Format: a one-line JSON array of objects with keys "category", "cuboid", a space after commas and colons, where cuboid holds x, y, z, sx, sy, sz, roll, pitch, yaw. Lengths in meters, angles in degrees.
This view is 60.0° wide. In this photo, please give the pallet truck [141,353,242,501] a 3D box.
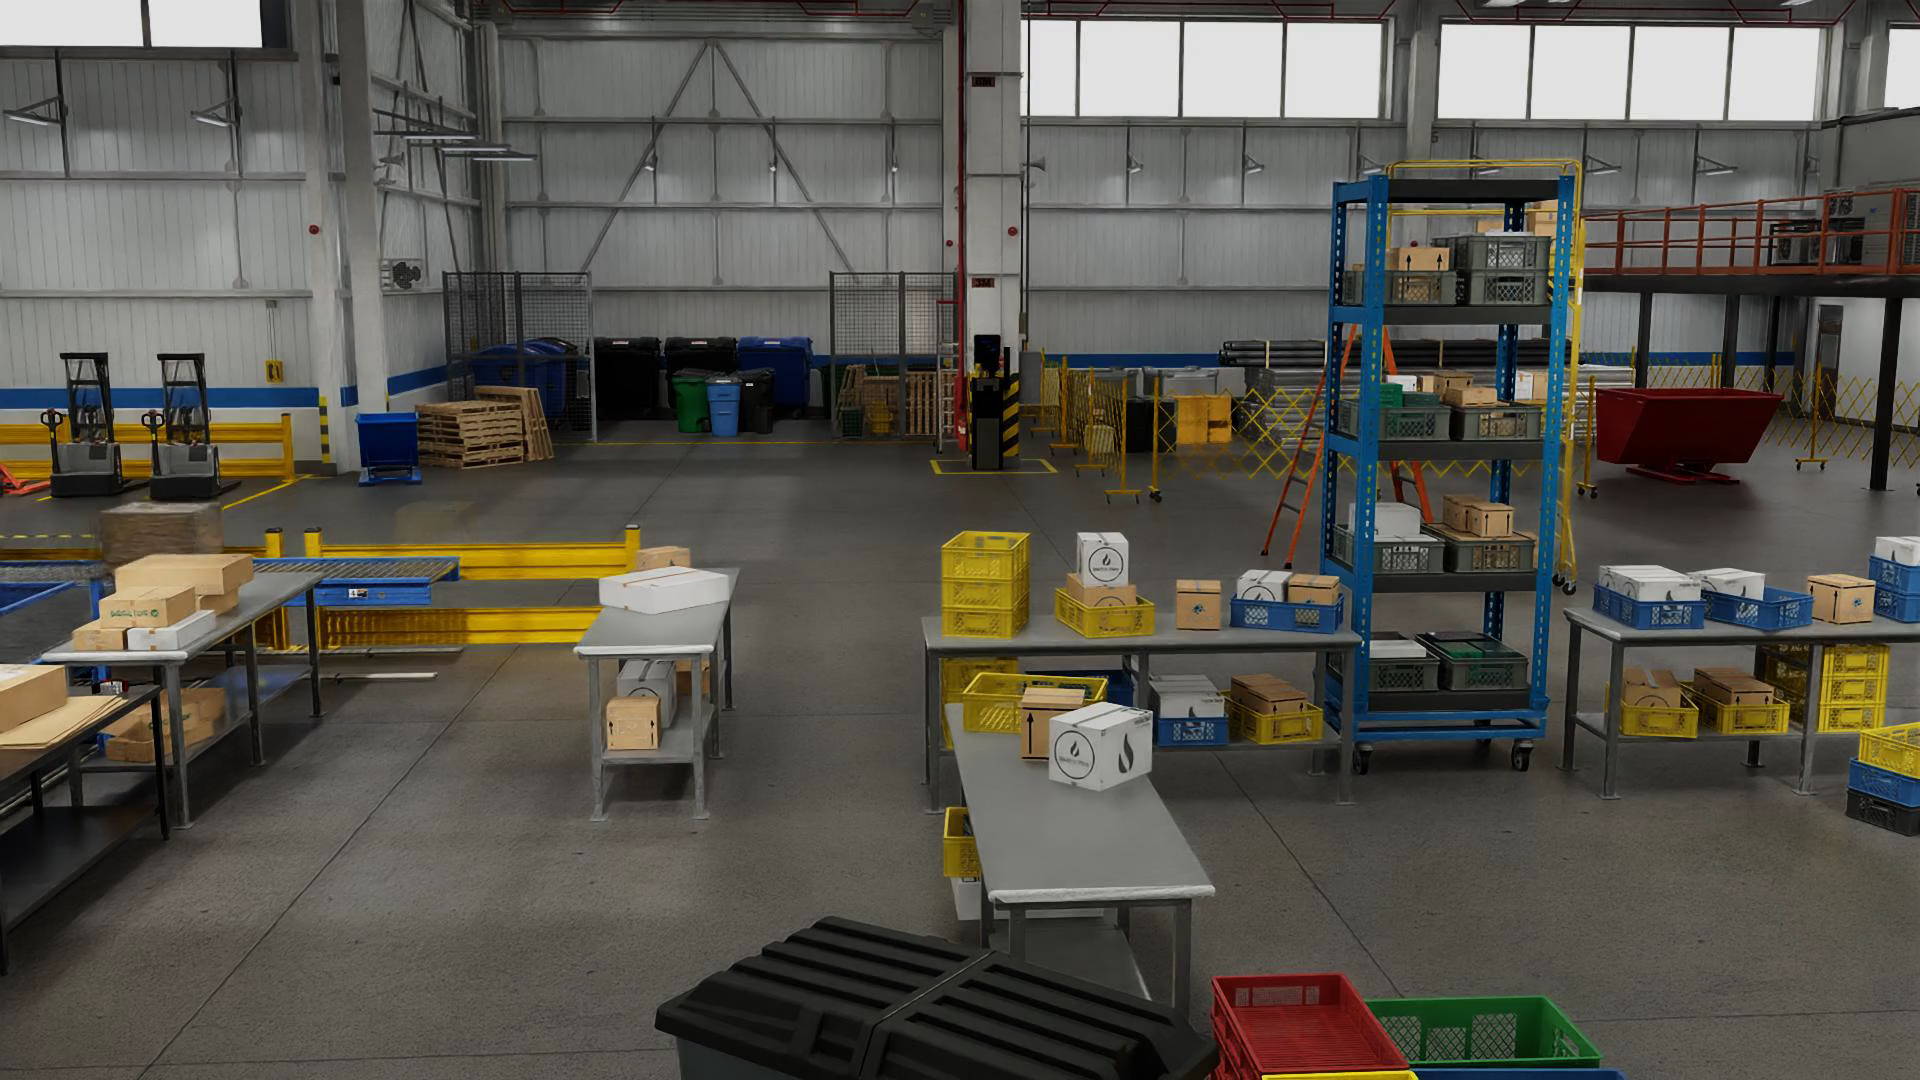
[{"category": "pallet truck", "cuboid": [-10.520, -1.604, 22.925, 0.823, 1.965, 1.885, -1, 9, -6]}]

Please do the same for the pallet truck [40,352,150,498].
[{"category": "pallet truck", "cuboid": [-11.907, -1.642, 23.165, 0.823, 1.965, 1.885, 0, 9, 0]}]

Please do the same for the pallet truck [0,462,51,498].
[{"category": "pallet truck", "cuboid": [-13.193, -1.293, 23.148, 0.653, 1.274, 1.630, -1, 9, -4]}]
